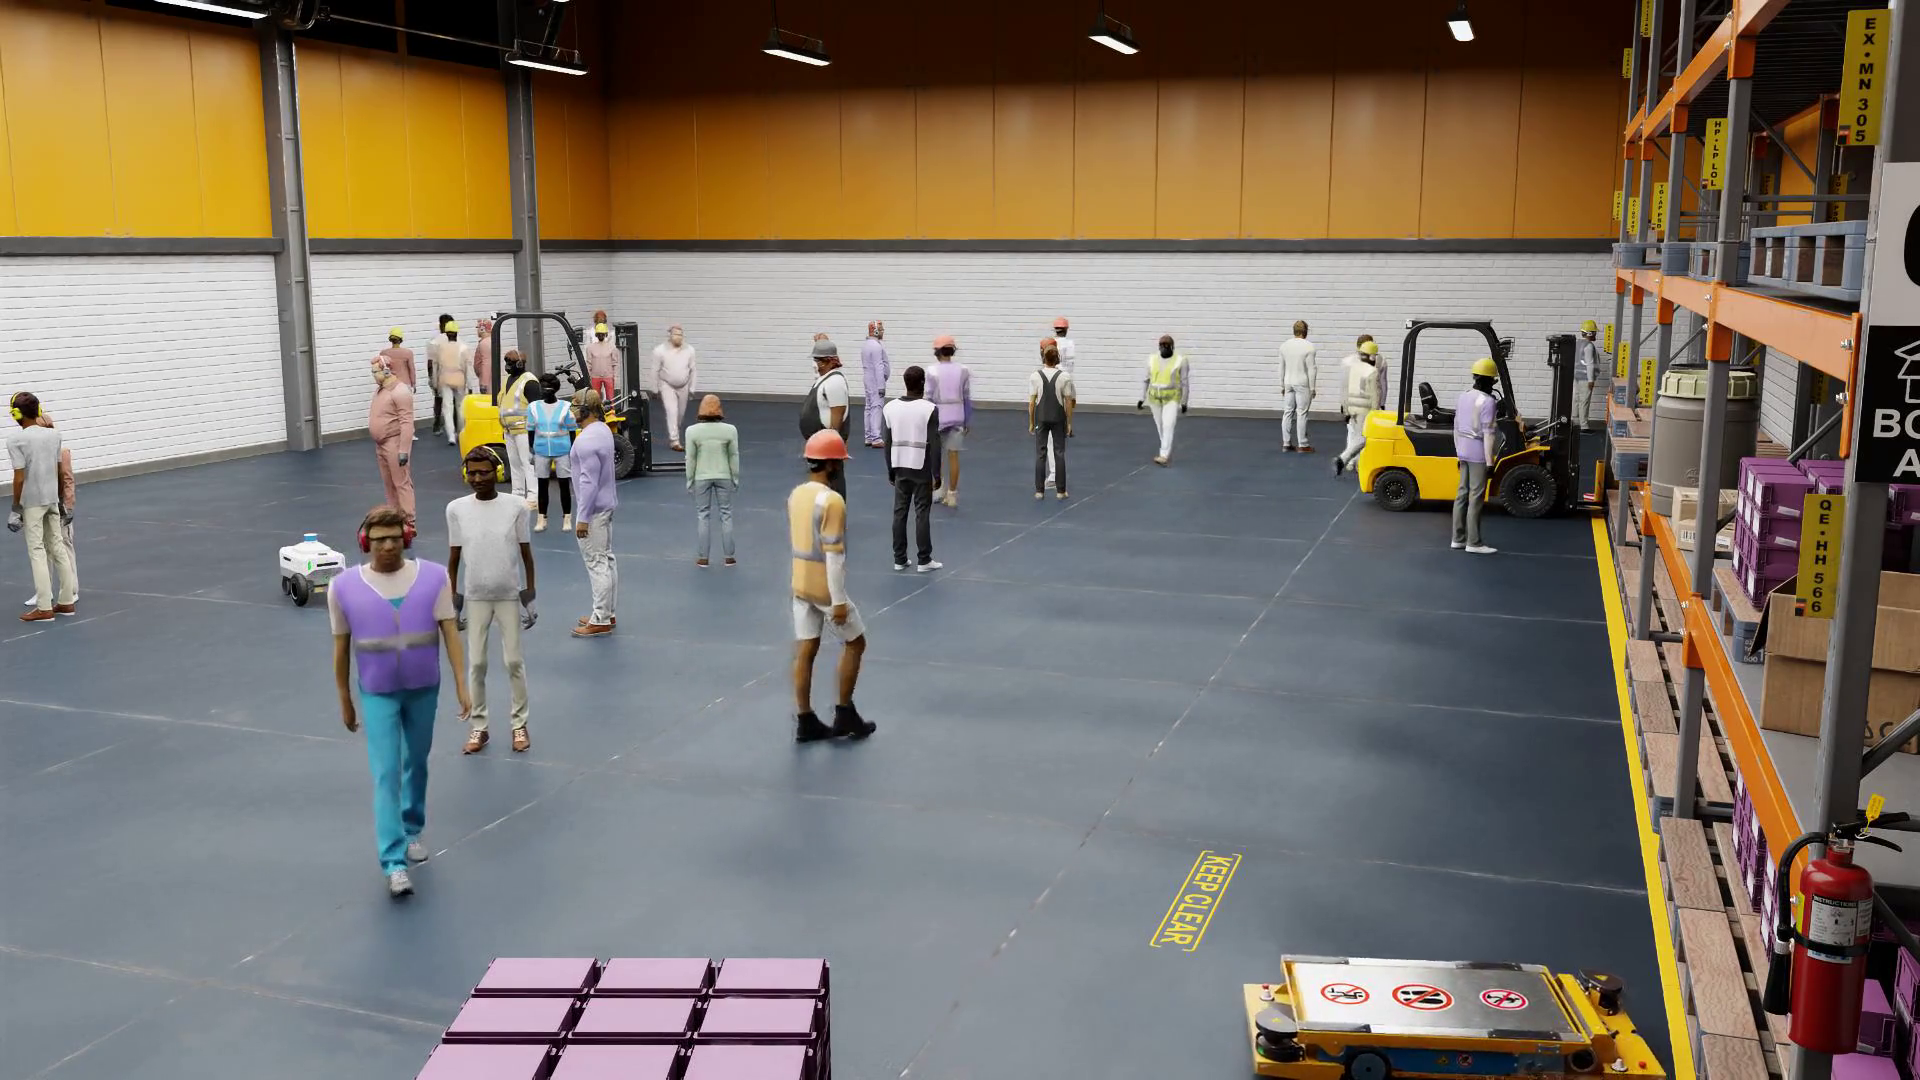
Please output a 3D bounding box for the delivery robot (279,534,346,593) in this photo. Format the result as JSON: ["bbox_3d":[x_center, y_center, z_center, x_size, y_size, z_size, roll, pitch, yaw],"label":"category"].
[{"bbox_3d":[-5.561,0.189,14.274,0.477,0.478,0.707,-9,13,-41],"label":"delivery robot"}]

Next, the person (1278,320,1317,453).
[{"bbox_3d":[4.938,-2.238,24.309,0.373,1.941,0.627,-9,14,-42],"label":"person"}]

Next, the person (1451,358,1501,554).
[{"bbox_3d":[5.112,-0.830,16.422,0.386,1.922,0.594,-3,10,-15],"label":"person"}]

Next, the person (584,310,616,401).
[{"bbox_3d":[-6.412,-3.160,29.680,0.603,1.872,0.601,-2,10,-12],"label":"person"}]

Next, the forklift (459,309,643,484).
[{"bbox_3d":[-5.354,-1.902,21.697,2.313,2.155,1.214,-2,10,-13],"label":"forklift"}]

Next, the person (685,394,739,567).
[{"bbox_3d":[-2.333,-0.556,15.699,0.507,1.631,0.266,-2,10,-12],"label":"person"}]

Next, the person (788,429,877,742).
[{"bbox_3d":[-0.760,0.278,10.185,0.650,1.919,0.571,-8,13,-37],"label":"person"}]

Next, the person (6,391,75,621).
[{"bbox_3d":[-7.461,-0.270,13.439,0.328,1.865,0.520,3,11,18],"label":"person"}]

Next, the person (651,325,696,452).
[{"bbox_3d":[-4.267,-2.271,24.714,0.645,1.871,0.877,-6,12,-30],"label":"person"}]

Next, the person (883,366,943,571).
[{"bbox_3d":[-0.438,-0.660,15.482,0.591,1.919,0.391,5,11,28],"label":"person"}]

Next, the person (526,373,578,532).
[{"bbox_3d":[-4.302,-0.921,17.566,0.537,1.698,0.321,0,10,-1],"label":"person"}]

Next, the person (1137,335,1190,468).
[{"bbox_3d":[2.768,-1.897,22.807,0.646,1.792,0.960,6,12,31],"label":"person"}]

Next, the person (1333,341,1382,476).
[{"bbox_3d":[5.137,-1.672,21.510,0.731,1.811,0.617,-4,11,-21],"label":"person"}]

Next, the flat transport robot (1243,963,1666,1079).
[{"bbox_3d":[1.812,1.804,6.243,1.431,0.197,0.652,1,10,5],"label":"flat transport robot"}]

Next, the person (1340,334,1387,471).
[{"bbox_3d":[5.417,-1.840,22.354,0.624,1.841,0.430,3,11,17],"label":"person"}]

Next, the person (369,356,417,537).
[{"bbox_3d":[-5.896,-0.956,17.206,0.401,1.898,0.650,-9,13,-41],"label":"person"}]

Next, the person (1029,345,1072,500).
[{"bbox_3d":[1.080,-1.394,19.818,0.514,1.844,0.328,1,10,8],"label":"person"}]

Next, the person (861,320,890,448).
[{"bbox_3d":[-1.248,-2.324,24.887,0.410,1.909,0.643,-4,11,-22],"label":"person"}]

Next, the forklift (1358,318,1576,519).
[{"bbox_3d":[5.787,-1.437,19.079,2.313,2.155,1.214,3,11,19],"label":"forklift"}]

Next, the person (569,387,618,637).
[{"bbox_3d":[-2.856,-0.217,12.928,0.370,1.939,0.631,0,10,0],"label":"person"}]

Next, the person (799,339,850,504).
[{"bbox_3d":[-1.441,-1.120,17.728,0.536,2.000,0.684,-2,10,-10],"label":"person"}]

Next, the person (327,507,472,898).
[{"bbox_3d":[-2.660,0.740,7.928,0.575,1.803,0.841,-6,12,-31],"label":"person"}]

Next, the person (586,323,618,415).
[{"bbox_3d":[-5.813,-2.637,27.035,0.525,1.772,0.305,-1,10,-6],"label":"person"}]

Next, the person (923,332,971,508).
[{"bbox_3d":[-0.172,-1.389,19.275,0.631,2.020,0.600,-3,11,-18],"label":"person"}]

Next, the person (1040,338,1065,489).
[{"bbox_3d":[1.136,-1.574,20.731,0.345,1.881,0.578,2,10,11],"label":"person"}]

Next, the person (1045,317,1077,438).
[{"bbox_3d":[1.553,-2.492,25.796,0.562,1.913,0.504,7,12,34],"label":"person"}]

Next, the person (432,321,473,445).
[{"bbox_3d":[-7.738,-2.392,25.371,0.604,1.883,1.003,-2,10,-11],"label":"person"}]

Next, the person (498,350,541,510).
[{"bbox_3d":[-5.054,-1.253,19.037,0.634,1.842,0.429,9,13,41],"label":"person"}]

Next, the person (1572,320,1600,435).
[{"bbox_3d":[10.046,-2.607,26.689,0.404,1.833,0.589,0,10,-2],"label":"person"}]

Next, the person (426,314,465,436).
[{"bbox_3d":[-8.146,-2.617,26.414,0.624,1.942,0.515,-4,11,-22],"label":"person"}]

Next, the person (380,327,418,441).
[{"bbox_3d":[-8.653,-2.389,25.647,0.524,1.769,0.314,-2,10,-9],"label":"person"}]

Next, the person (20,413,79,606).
[{"bbox_3d":[-7.680,-0.255,13.988,0.522,1.640,0.306,2,10,10],"label":"person"}]

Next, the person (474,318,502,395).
[{"bbox_3d":[-7.272,-2.450,25.594,0.400,1.907,0.644,0,10,2],"label":"person"}]

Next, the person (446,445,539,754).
[{"bbox_3d":[-2.793,0.354,9.949,0.525,1.861,0.320,-1,10,-7],"label":"person"}]

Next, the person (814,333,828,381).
[{"bbox_3d":[-2.158,-2.458,26.403,0.315,1.636,0.514,0,10,3],"label":"person"}]
